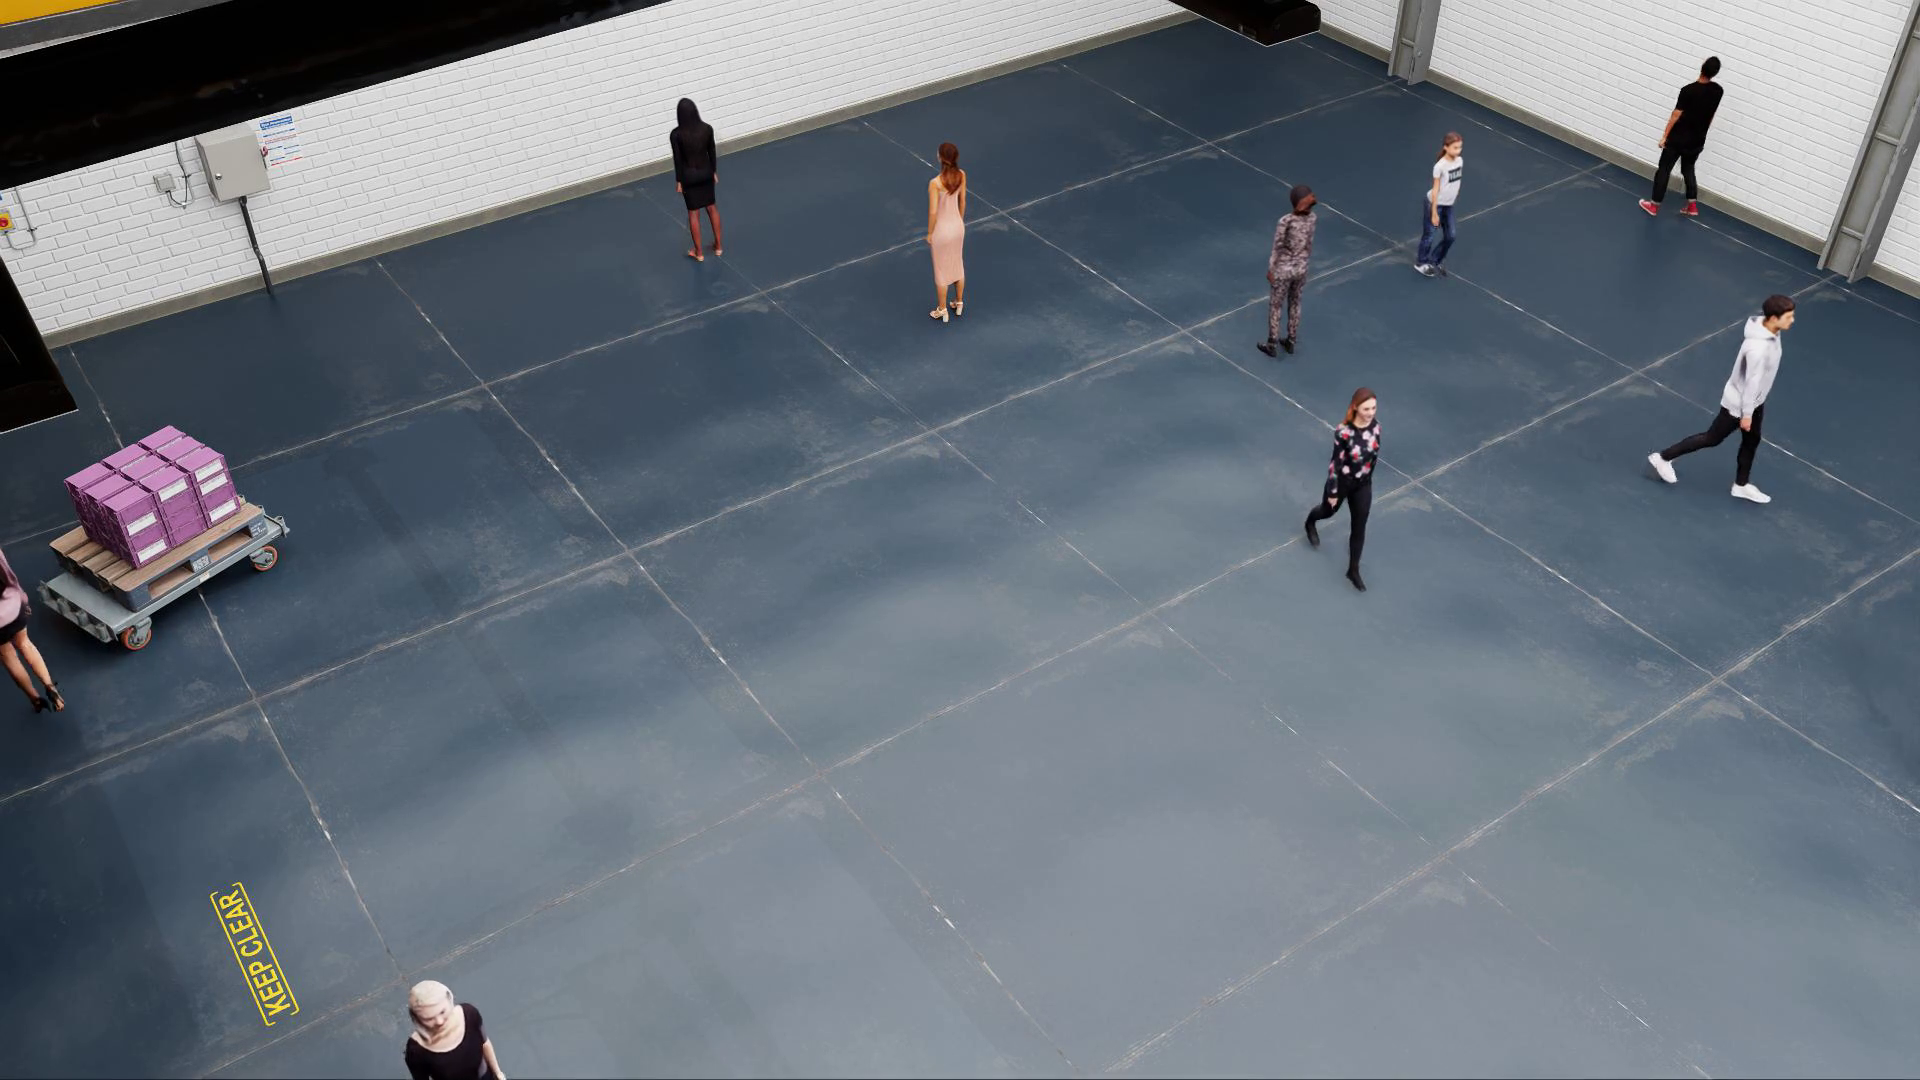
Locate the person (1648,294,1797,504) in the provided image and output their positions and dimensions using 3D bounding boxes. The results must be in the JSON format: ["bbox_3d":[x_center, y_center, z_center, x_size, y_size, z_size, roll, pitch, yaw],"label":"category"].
[{"bbox_3d":[6.276,-1.169,13.578,1.333,1.891,1.005,23,44,26],"label":"person"}]

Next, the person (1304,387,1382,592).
[{"bbox_3d":[2.963,-0.482,12.915,0.790,1.646,1.143,-12,40,-15],"label":"person"}]

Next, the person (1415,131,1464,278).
[{"bbox_3d":[4.749,-3.375,16.619,0.567,1.545,0.628,-18,42,-21],"label":"person"}]

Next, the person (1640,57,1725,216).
[{"bbox_3d":[7.696,-4.222,17.522,0.827,1.741,0.902,-13,40,-15],"label":"person"}]

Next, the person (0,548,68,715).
[{"bbox_3d":[-6.548,0.589,11.454,0.833,1.795,0.765,23,44,26],"label":"person"}]

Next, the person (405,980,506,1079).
[{"bbox_3d":[-2.610,2.834,8.627,0.775,1.814,0.669,30,48,32],"label":"person"}]

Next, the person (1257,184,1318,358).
[{"bbox_3d":[3.065,-2.491,15.375,0.608,1.715,0.608,-16,41,-19],"label":"person"}]

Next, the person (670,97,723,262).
[{"bbox_3d":[-2.666,-3.663,16.839,0.626,1.720,0.512,-20,43,-23],"label":"person"}]

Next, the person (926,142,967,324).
[{"bbox_3d":[-0.116,-2.935,15.837,0.585,1.832,0.510,-26,45,-29],"label":"person"}]
